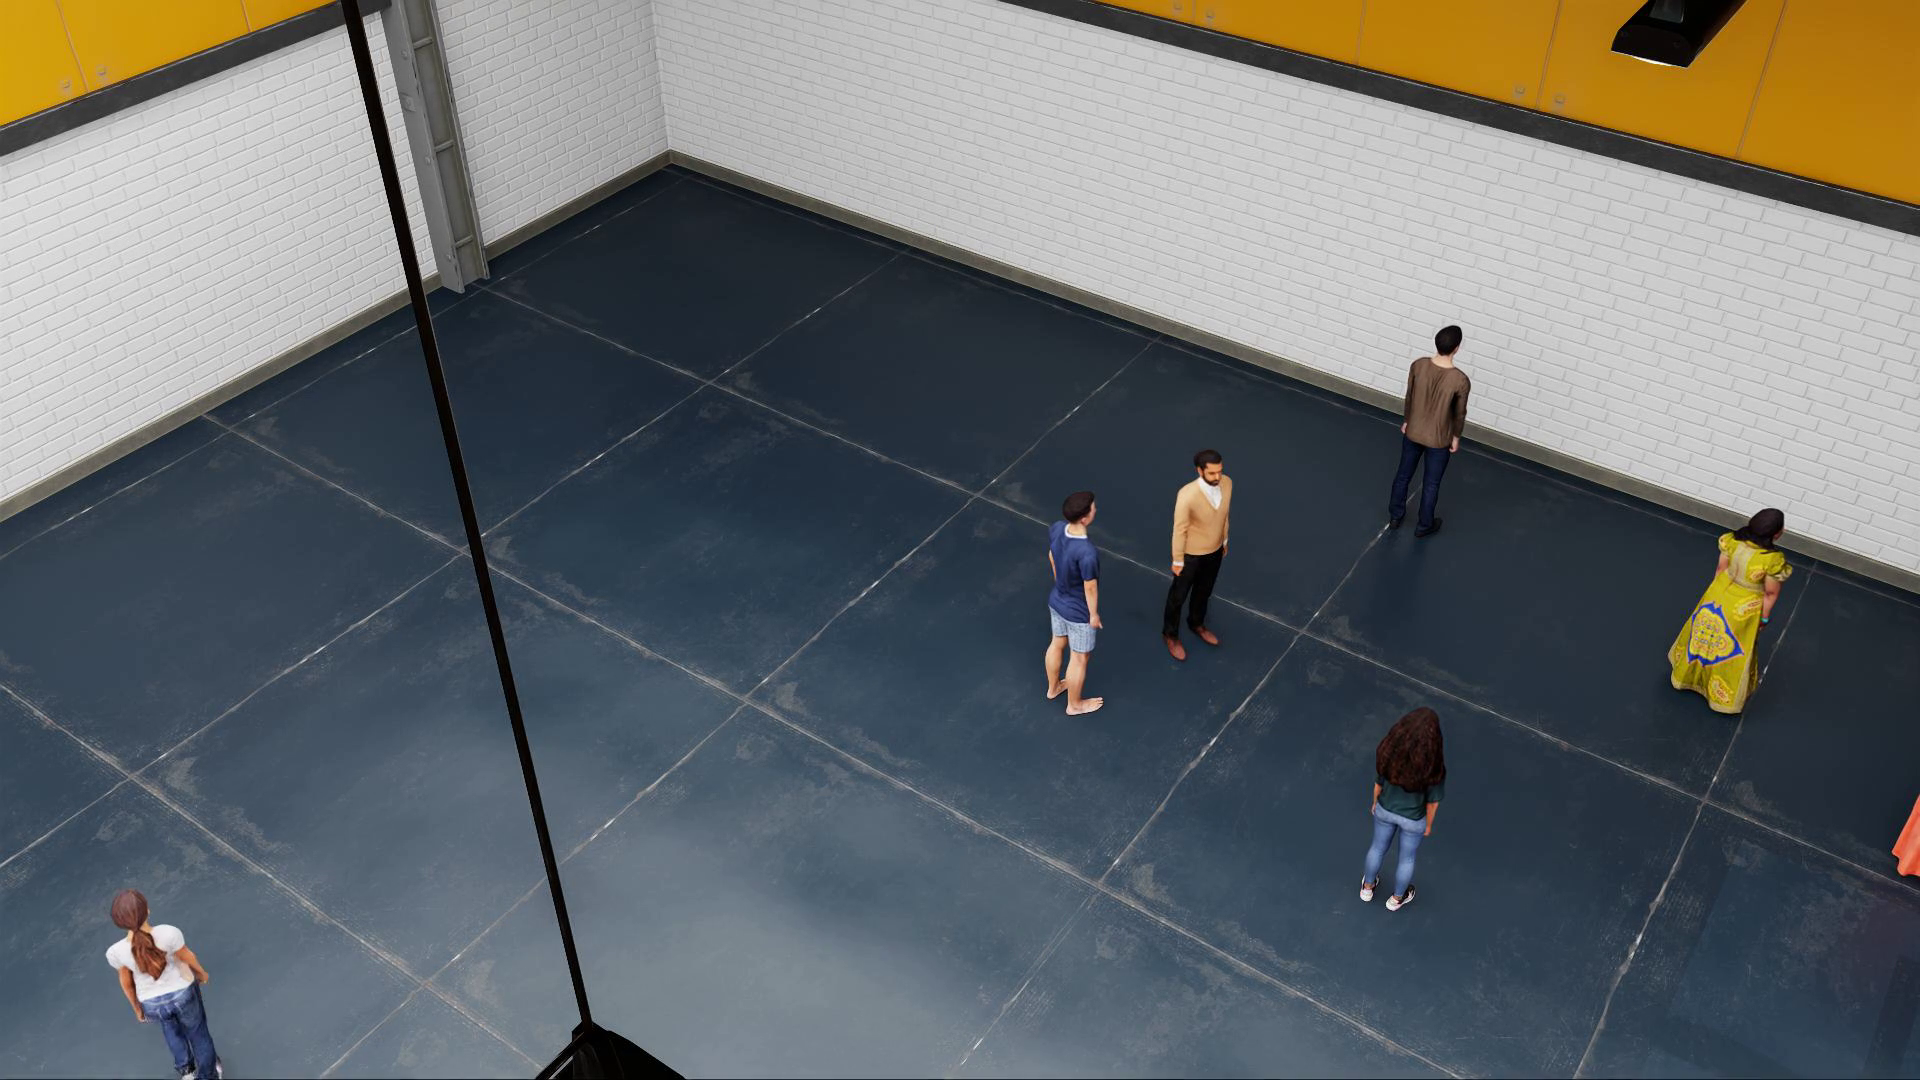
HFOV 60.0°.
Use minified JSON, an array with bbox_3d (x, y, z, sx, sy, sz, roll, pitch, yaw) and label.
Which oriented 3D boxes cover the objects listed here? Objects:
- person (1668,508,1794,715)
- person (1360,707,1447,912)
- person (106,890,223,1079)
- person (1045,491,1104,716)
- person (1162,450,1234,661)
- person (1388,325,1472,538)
[{"bbox_3d":[5.425,0.458,11.607,0.963,1.659,0.981,-21,43,-24],"label":"person"},{"bbox_3d":[2.700,1.645,10.155,0.595,1.617,0.589,22,44,25],"label":"person"},{"bbox_3d":[-4.318,2.537,9.096,0.653,1.545,0.717,-12,40,-15],"label":"person"},{"bbox_3d":[0.781,0.433,11.485,0.682,1.850,0.699,-22,44,-25],"label":"person"},{"bbox_3d":[1.728,0.067,12.021,0.645,1.753,0.797,-22,44,-26],"label":"person"},{"bbox_3d":[3.685,-0.854,13.067,0.647,1.887,0.549,25,45,28],"label":"person"}]
